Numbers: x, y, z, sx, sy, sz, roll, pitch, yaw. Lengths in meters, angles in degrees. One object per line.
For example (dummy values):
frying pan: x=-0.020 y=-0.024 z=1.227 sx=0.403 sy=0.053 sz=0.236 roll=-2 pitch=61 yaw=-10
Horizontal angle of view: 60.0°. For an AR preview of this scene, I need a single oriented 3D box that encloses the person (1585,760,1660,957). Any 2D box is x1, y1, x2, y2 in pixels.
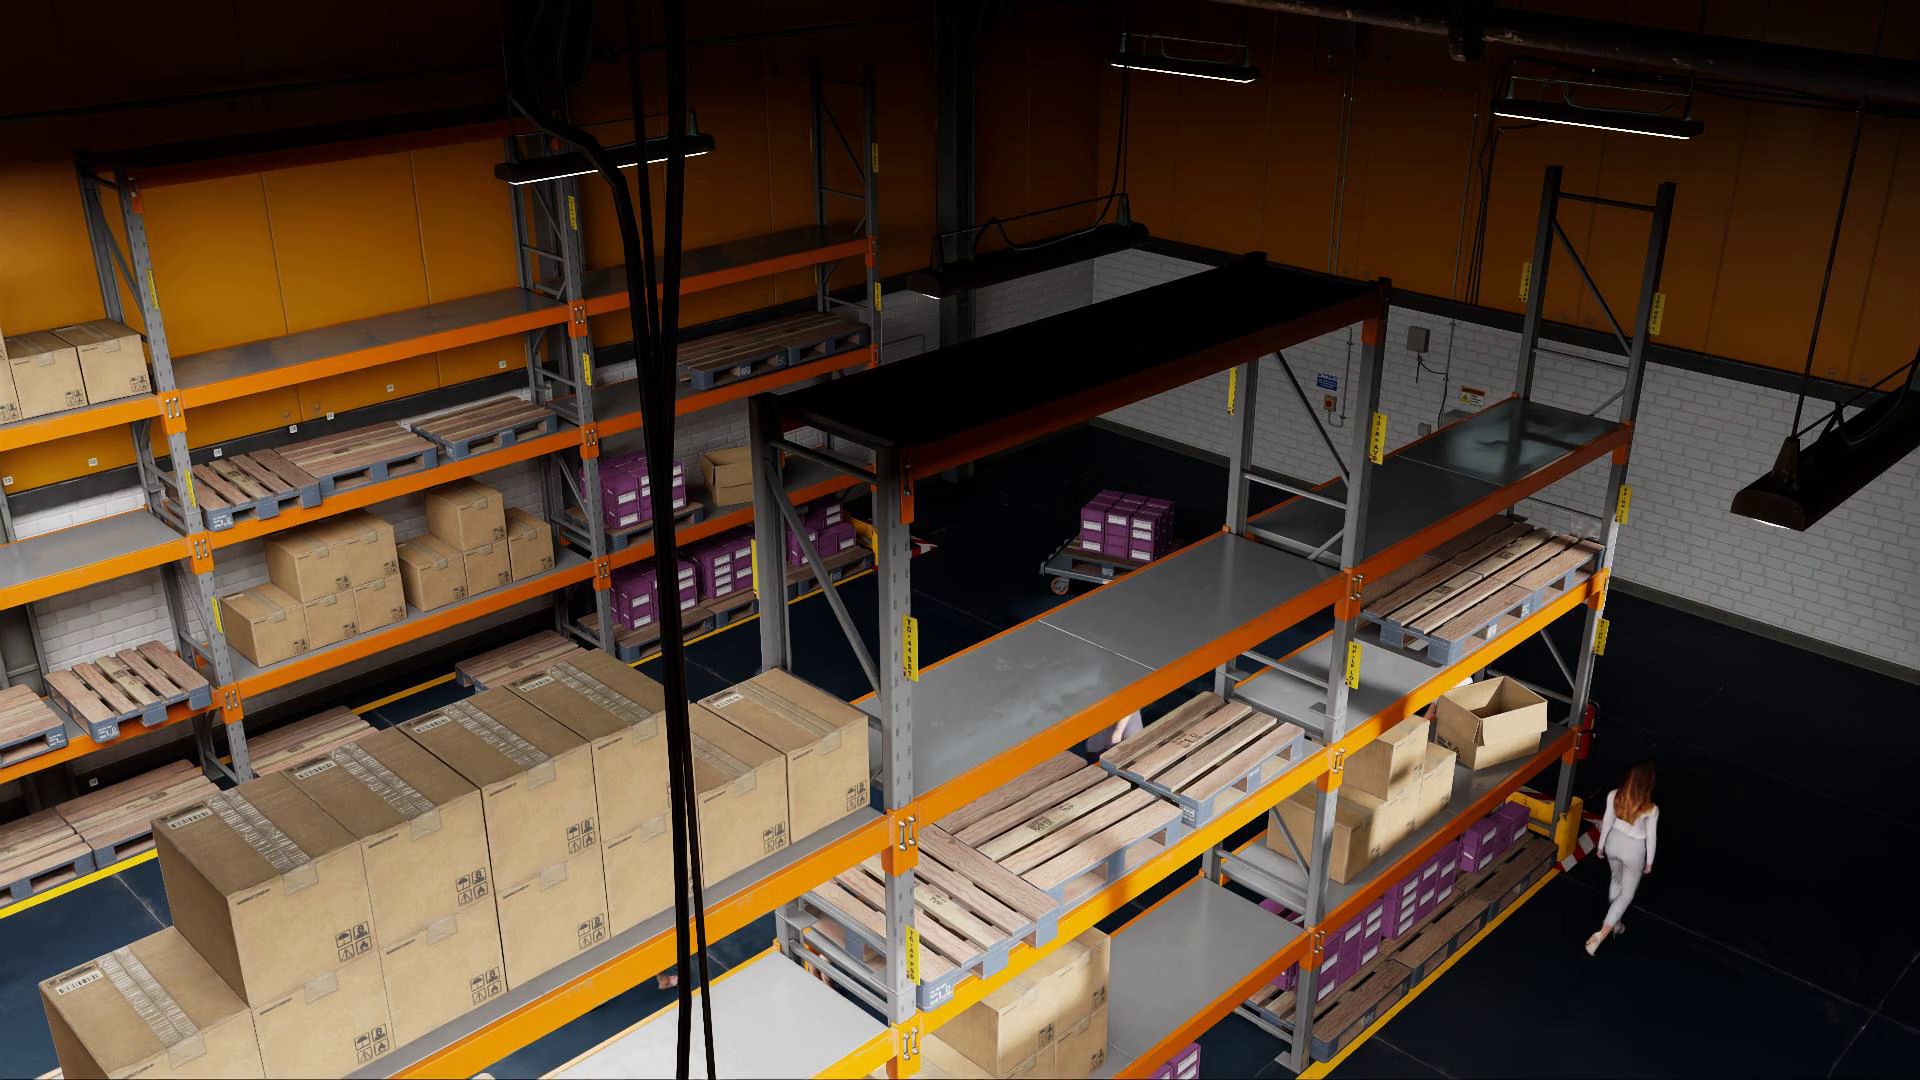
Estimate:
person: x=5.280 y=2.578 z=13.295 sx=0.588 sy=1.746 sz=1.005 roll=21 pitch=31 yaw=40
